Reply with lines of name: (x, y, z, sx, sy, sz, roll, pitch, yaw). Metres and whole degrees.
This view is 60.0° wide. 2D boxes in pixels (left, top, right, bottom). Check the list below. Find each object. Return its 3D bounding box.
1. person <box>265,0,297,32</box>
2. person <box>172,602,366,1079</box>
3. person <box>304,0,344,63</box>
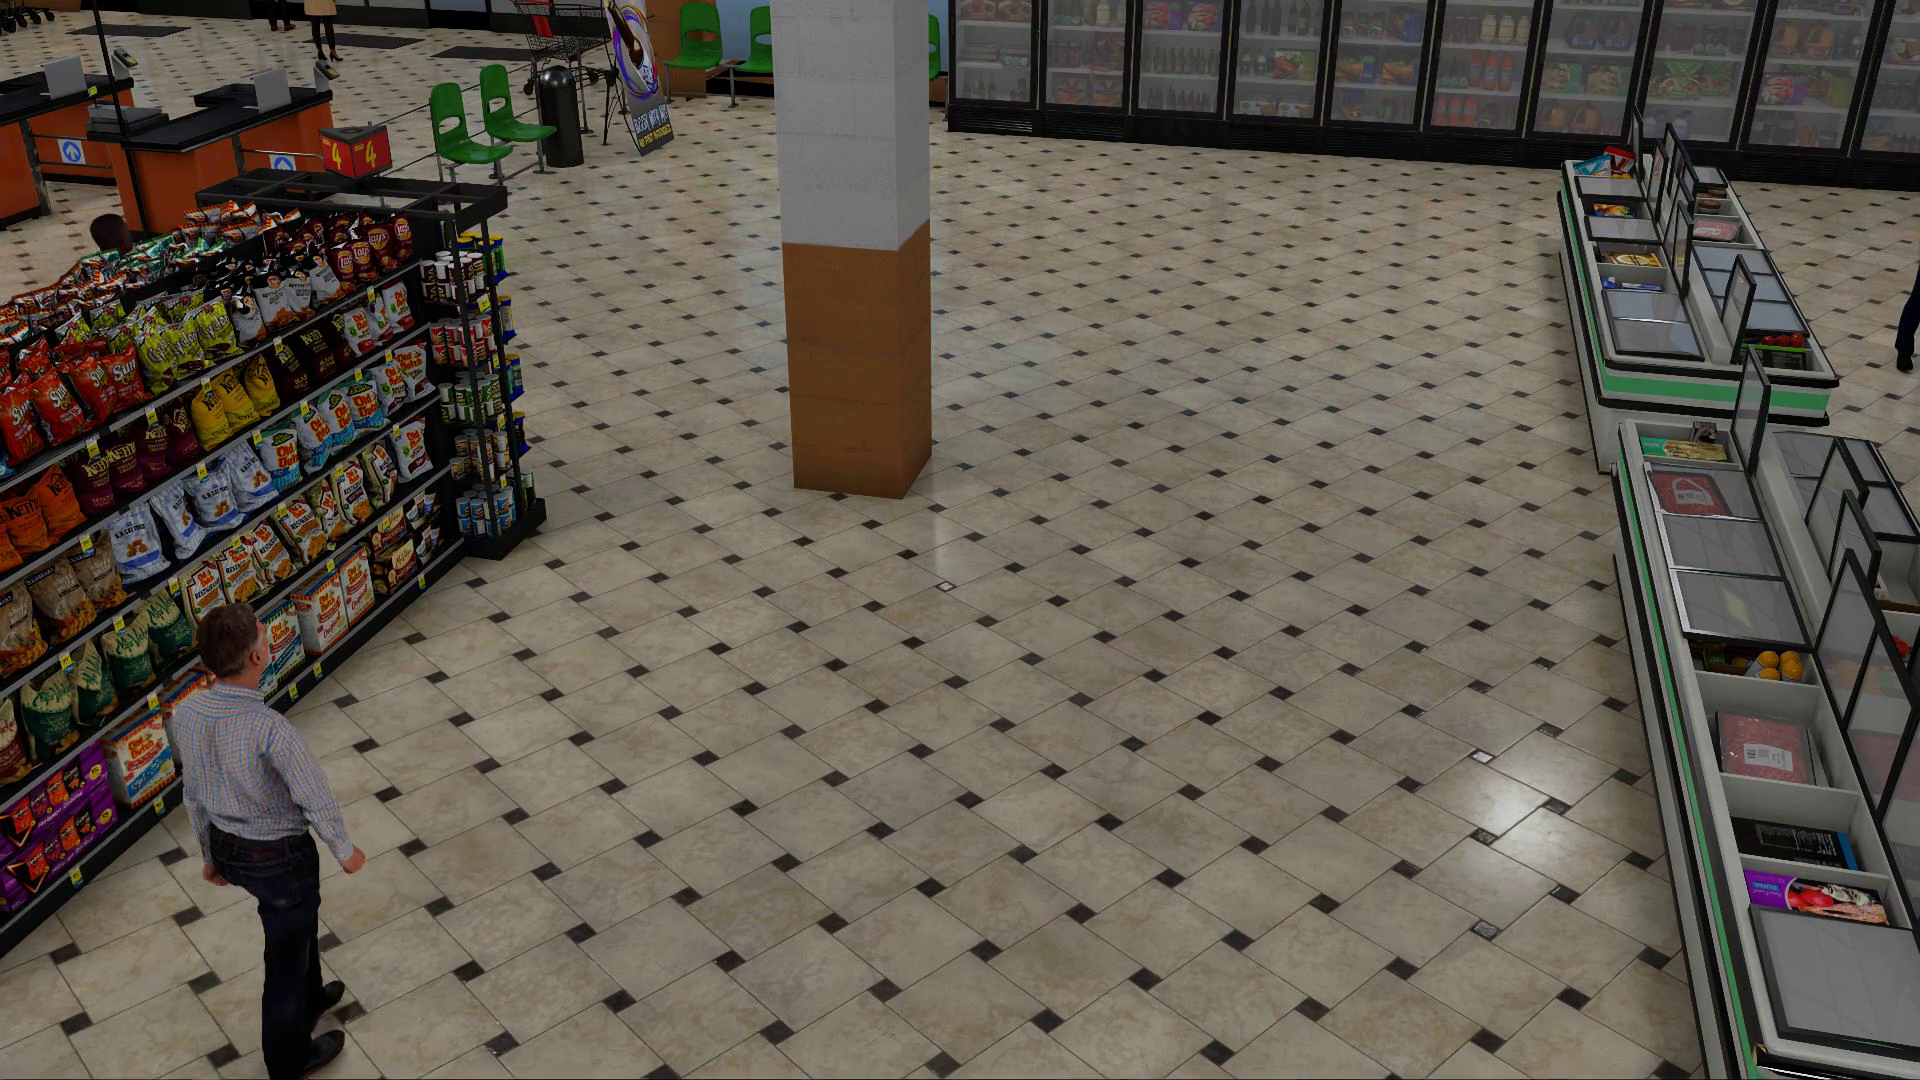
person: (-9.926, -8.223, 23.904, 0.705, 1.725, 0.668, -4, 27, -8)
person: (-2.339, 1.079, 5.477, 0.723, 1.800, 0.777, 13, 30, 24)
person: (-8.428, -7.146, 21.828, 0.627, 1.682, 0.503, 7, 28, 13)
